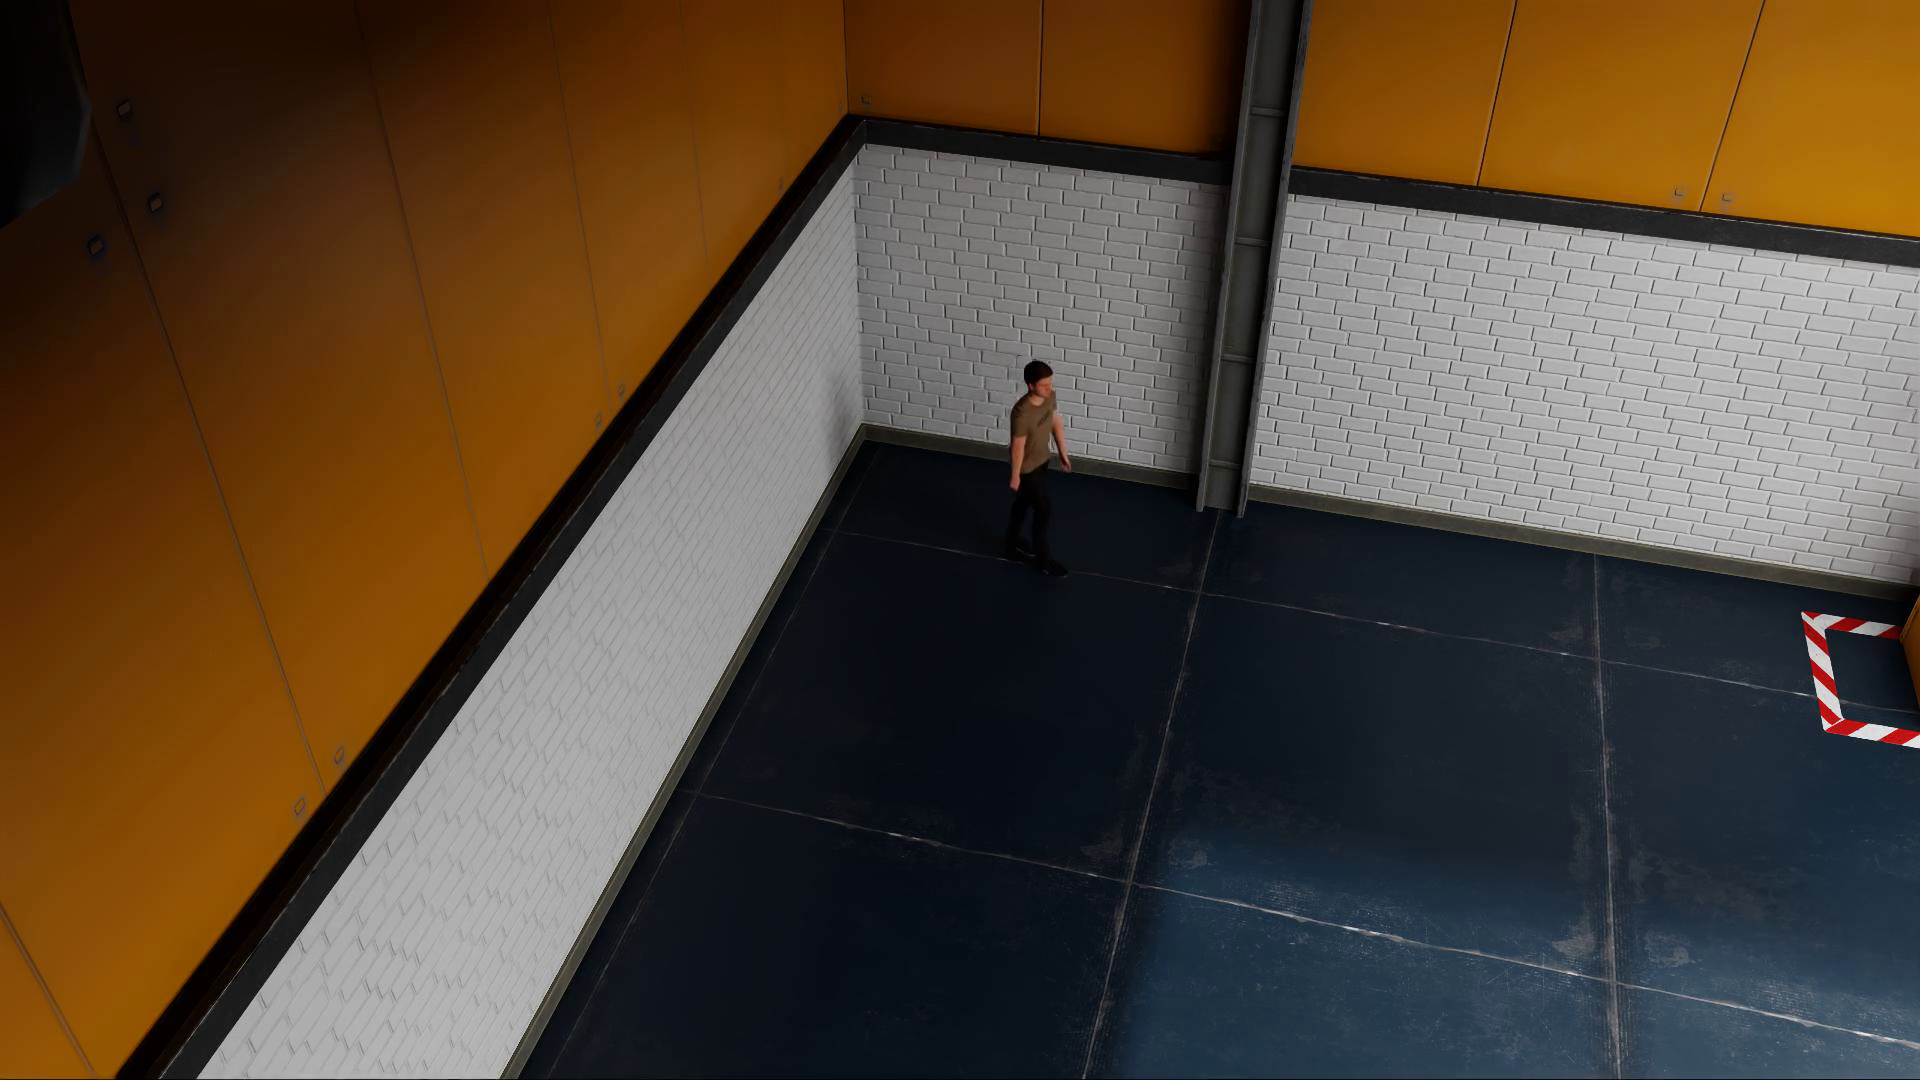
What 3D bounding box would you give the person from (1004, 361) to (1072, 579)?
[{"bbox_3d":[0.481,-0.621,12.844,0.971,1.833,0.796,19,42,22],"label":"person"}]
